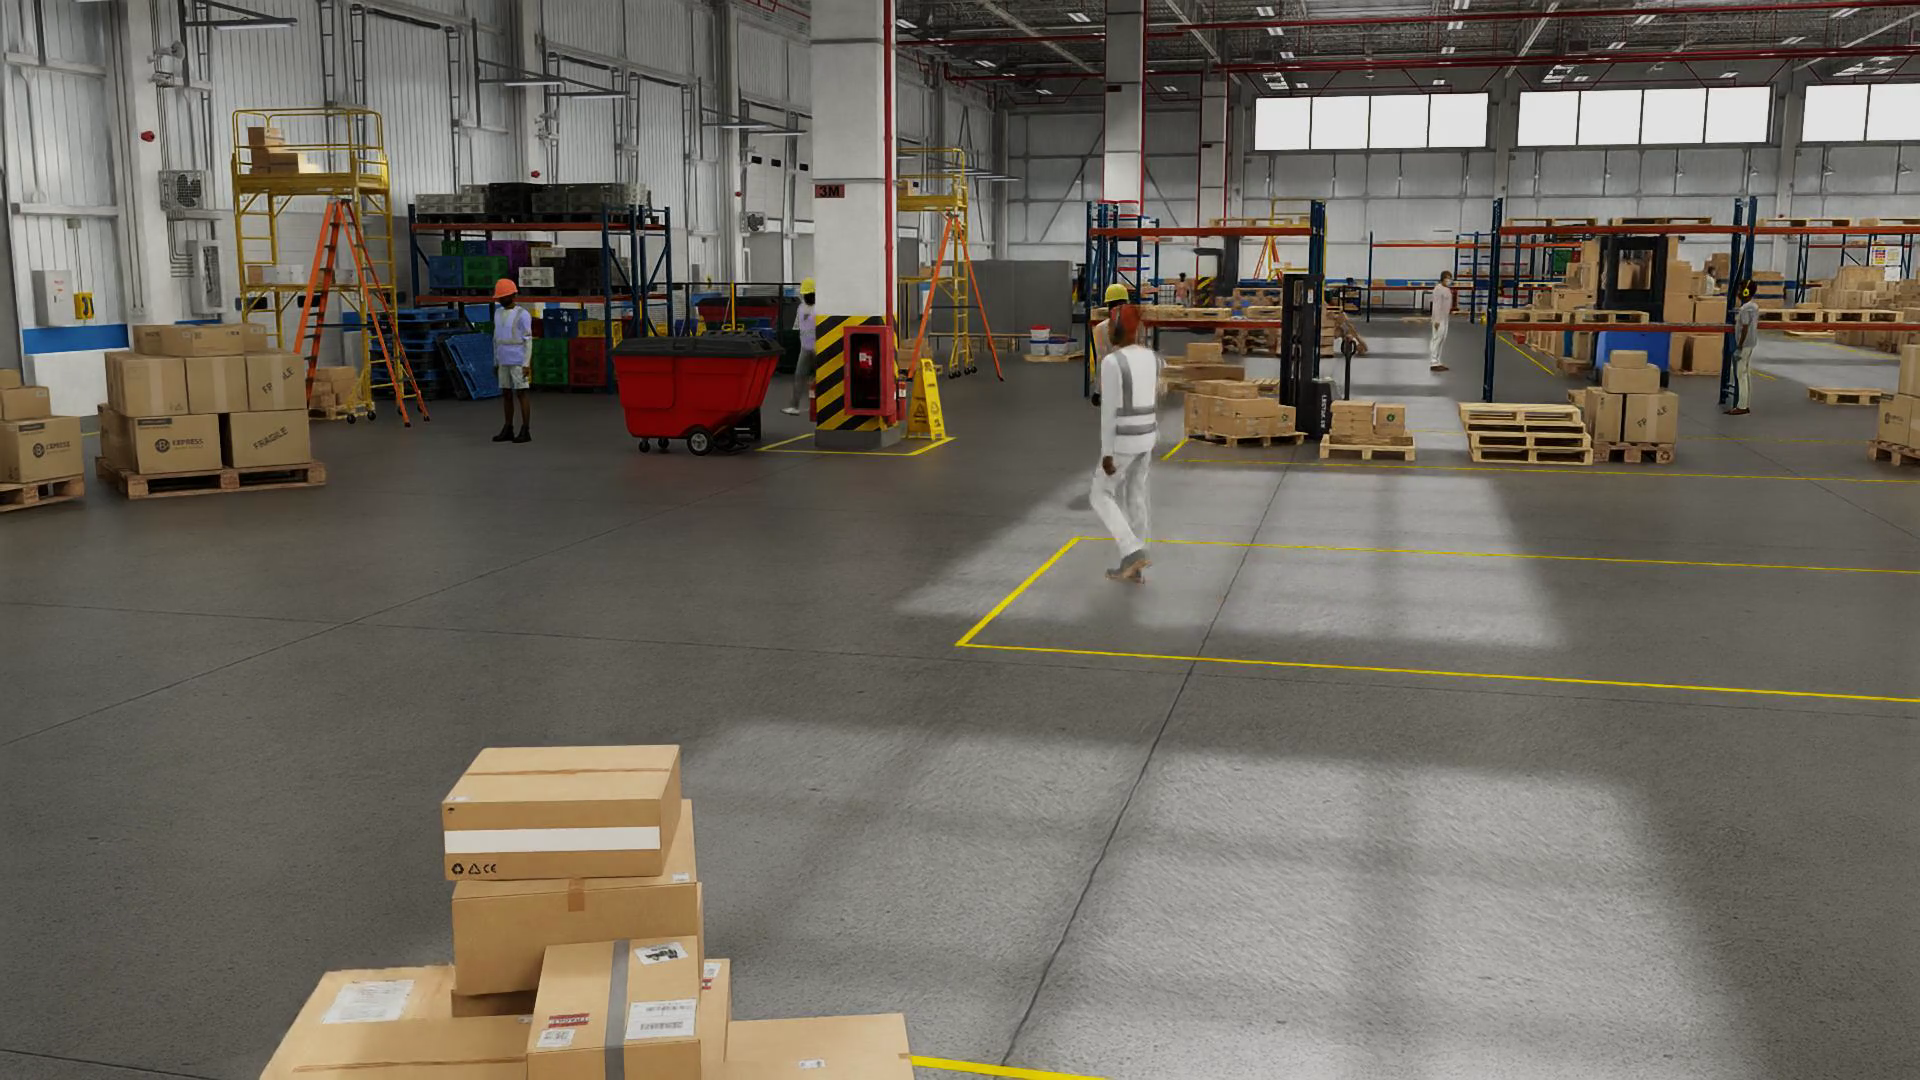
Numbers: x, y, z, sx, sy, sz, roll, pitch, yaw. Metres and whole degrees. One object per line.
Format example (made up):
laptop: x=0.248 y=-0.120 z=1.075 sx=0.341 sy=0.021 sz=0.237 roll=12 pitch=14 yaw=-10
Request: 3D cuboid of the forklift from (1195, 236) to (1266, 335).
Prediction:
forklift: x=7.603 y=-7.140 z=46.443 sx=1.873 sy=2.768 sz=1.129 roll=2 pitch=10 yaw=14

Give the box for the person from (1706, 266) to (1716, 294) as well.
person: x=22.842 y=-7.400 z=50.802 sx=0.362 sy=1.929 sz=0.629 roll=6 pitch=11 yaw=30

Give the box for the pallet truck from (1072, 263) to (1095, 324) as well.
pallet truck: x=4.325 y=-8.180 z=55.162 sx=0.823 sy=1.965 sz=1.885 roll=6 pitch=11 yaw=31

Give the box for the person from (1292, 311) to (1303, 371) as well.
person: x=6.613 y=-4.100 z=31.922 sx=0.330 sy=1.735 sz=0.486 roll=6 pitch=12 yaw=33

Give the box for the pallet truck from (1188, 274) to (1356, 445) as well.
pallet truck: x=3.653 y=-2.138 z=19.590 sx=1.885 sy=1.965 sz=0.823 roll=-4 pitch=10 yaw=-20

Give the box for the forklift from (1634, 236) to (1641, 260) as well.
forklift: x=20.764 y=-7.781 z=50.219 sx=1.129 sy=2.768 sz=1.873 roll=-1 pitch=10 yaw=-5

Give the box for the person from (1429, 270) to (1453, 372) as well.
person: x=9.231 y=-4.194 z=31.891 sx=0.376 sy=1.931 sz=0.629 roll=7 pitch=12 yaw=34

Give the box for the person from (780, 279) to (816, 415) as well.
person: x=-2.094 y=-2.628 z=22.801 sx=0.610 sy=1.879 sz=0.901 roll=8 pitch=13 yaw=39

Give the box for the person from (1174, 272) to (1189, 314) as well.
person: x=7.667 y=-8.433 z=57.593 sx=0.534 sy=1.673 sz=0.711 roll=1 pitch=10 yaw=3

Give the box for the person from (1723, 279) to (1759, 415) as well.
person: x=10.834 y=-2.659 z=23.021 sx=0.328 sy=1.876 sz=0.513 roll=7 pitch=12 yaw=37

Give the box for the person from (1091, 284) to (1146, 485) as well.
person: x=1.513 y=-1.496 z=16.021 sx=0.594 sy=1.922 sz=0.385 roll=-6 pitch=11 yaw=-33

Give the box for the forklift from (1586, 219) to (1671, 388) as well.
forklift: x=11.365 y=-4.024 z=28.099 sx=1.129 sy=2.768 sz=1.873 roll=2 pitch=10 yaw=14

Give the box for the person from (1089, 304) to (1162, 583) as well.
person: x=1.106 y=-0.632 z=11.082 sx=0.589 sy=1.870 sz=0.403 roll=-9 pitch=13 yaw=-42

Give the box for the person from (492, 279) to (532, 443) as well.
person: x=-5.292 y=-2.102 z=19.582 sx=0.542 sy=1.928 sz=0.375 roll=5 pitch=11 yaw=28
